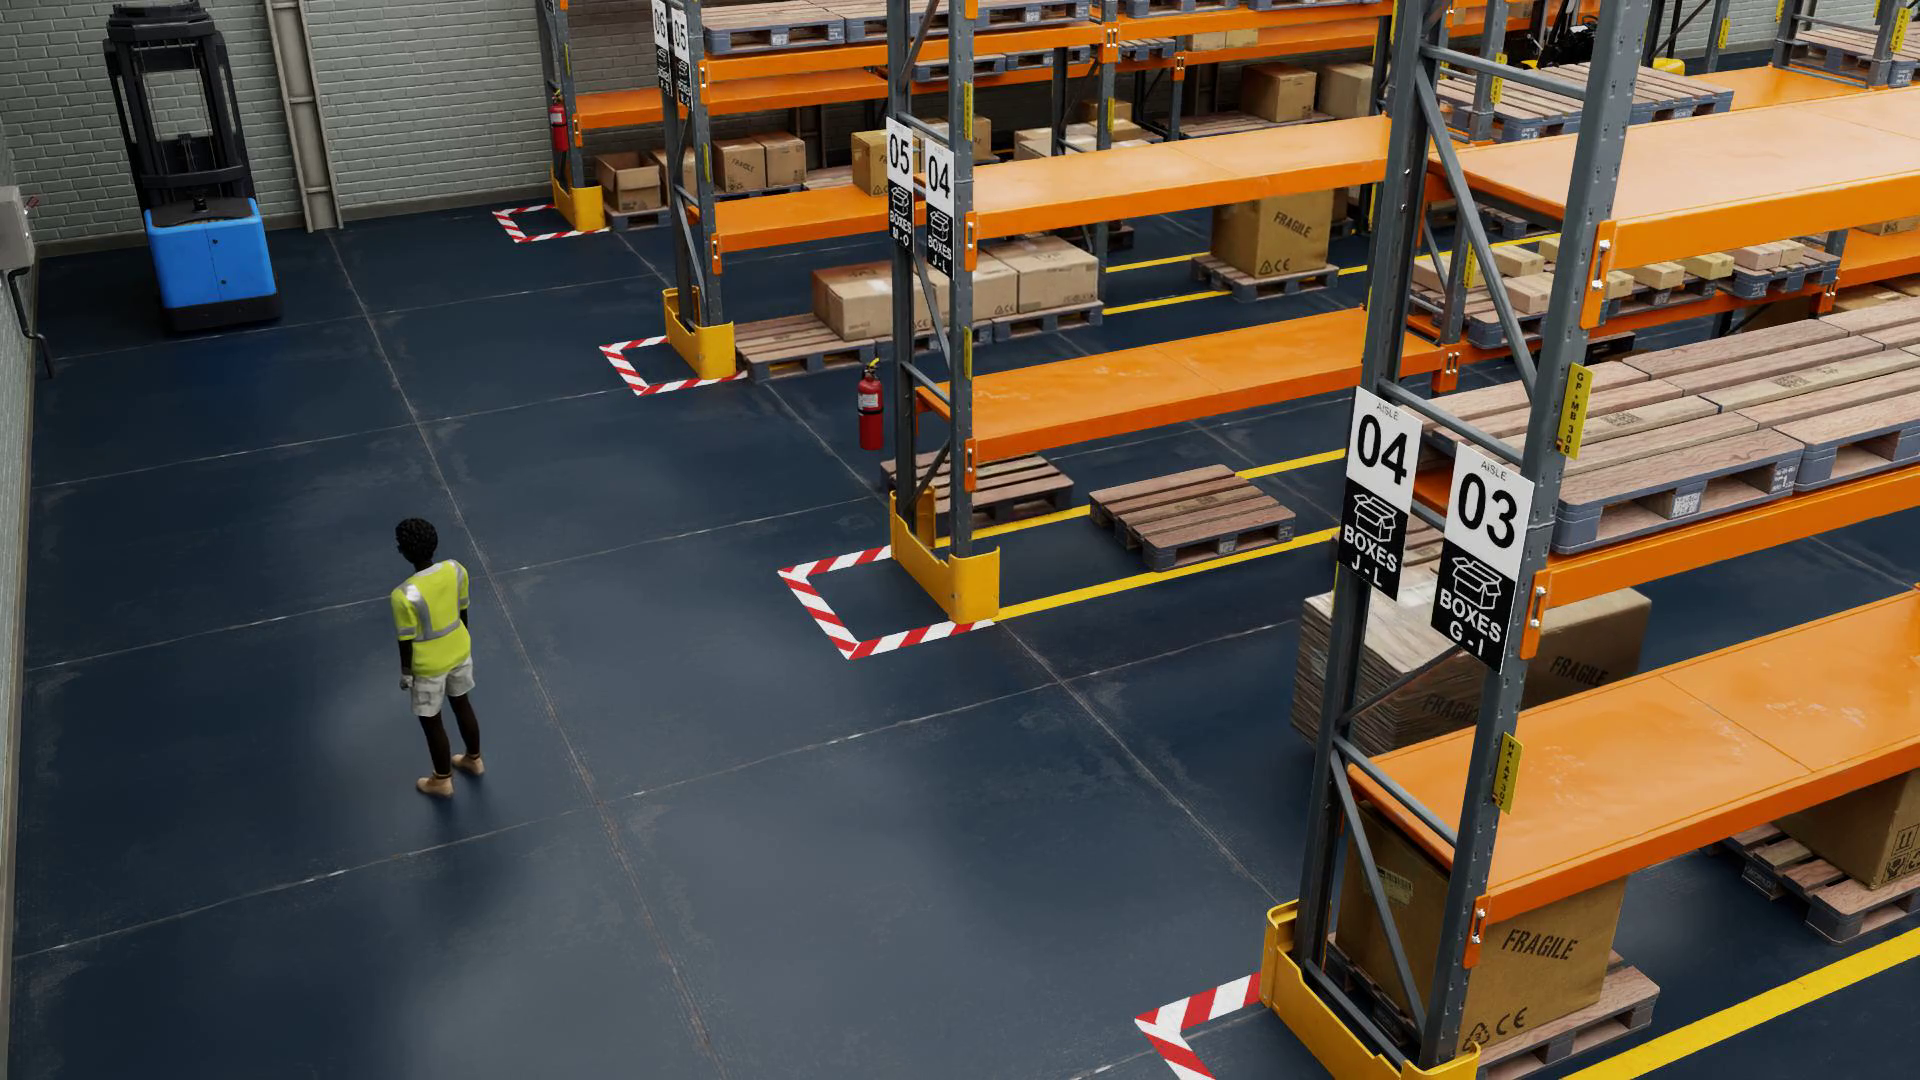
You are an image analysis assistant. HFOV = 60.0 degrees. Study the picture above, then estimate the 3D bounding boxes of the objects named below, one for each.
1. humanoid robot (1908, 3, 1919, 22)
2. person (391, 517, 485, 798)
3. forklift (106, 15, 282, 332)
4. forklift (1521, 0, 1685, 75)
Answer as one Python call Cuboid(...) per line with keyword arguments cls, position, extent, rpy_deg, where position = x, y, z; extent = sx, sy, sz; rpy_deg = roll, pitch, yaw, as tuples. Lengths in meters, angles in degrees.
Cuboid(cls="humanoid robot", position=(14.654, -7.877, 25.639), extent=(0.671, 1.840, 0.531), rpy_deg=(3, 28, 6))
Cuboid(cls="person", position=(-2.918, 0.653, 9.308), extent=(0.319, 1.685, 0.541), rpy_deg=(13, 30, 23))
Cuboid(cls="forklift", position=(-7.548, -3.672, 16.323), extent=(1.129, 2.768, 1.873), rpy_deg=(-12, 30, -22))
Cuboid(cls="forklift", position=(8.950, -6.807, 23.056), extent=(1.214, 2.155, 2.313), rpy_deg=(-12, 30, -22))
